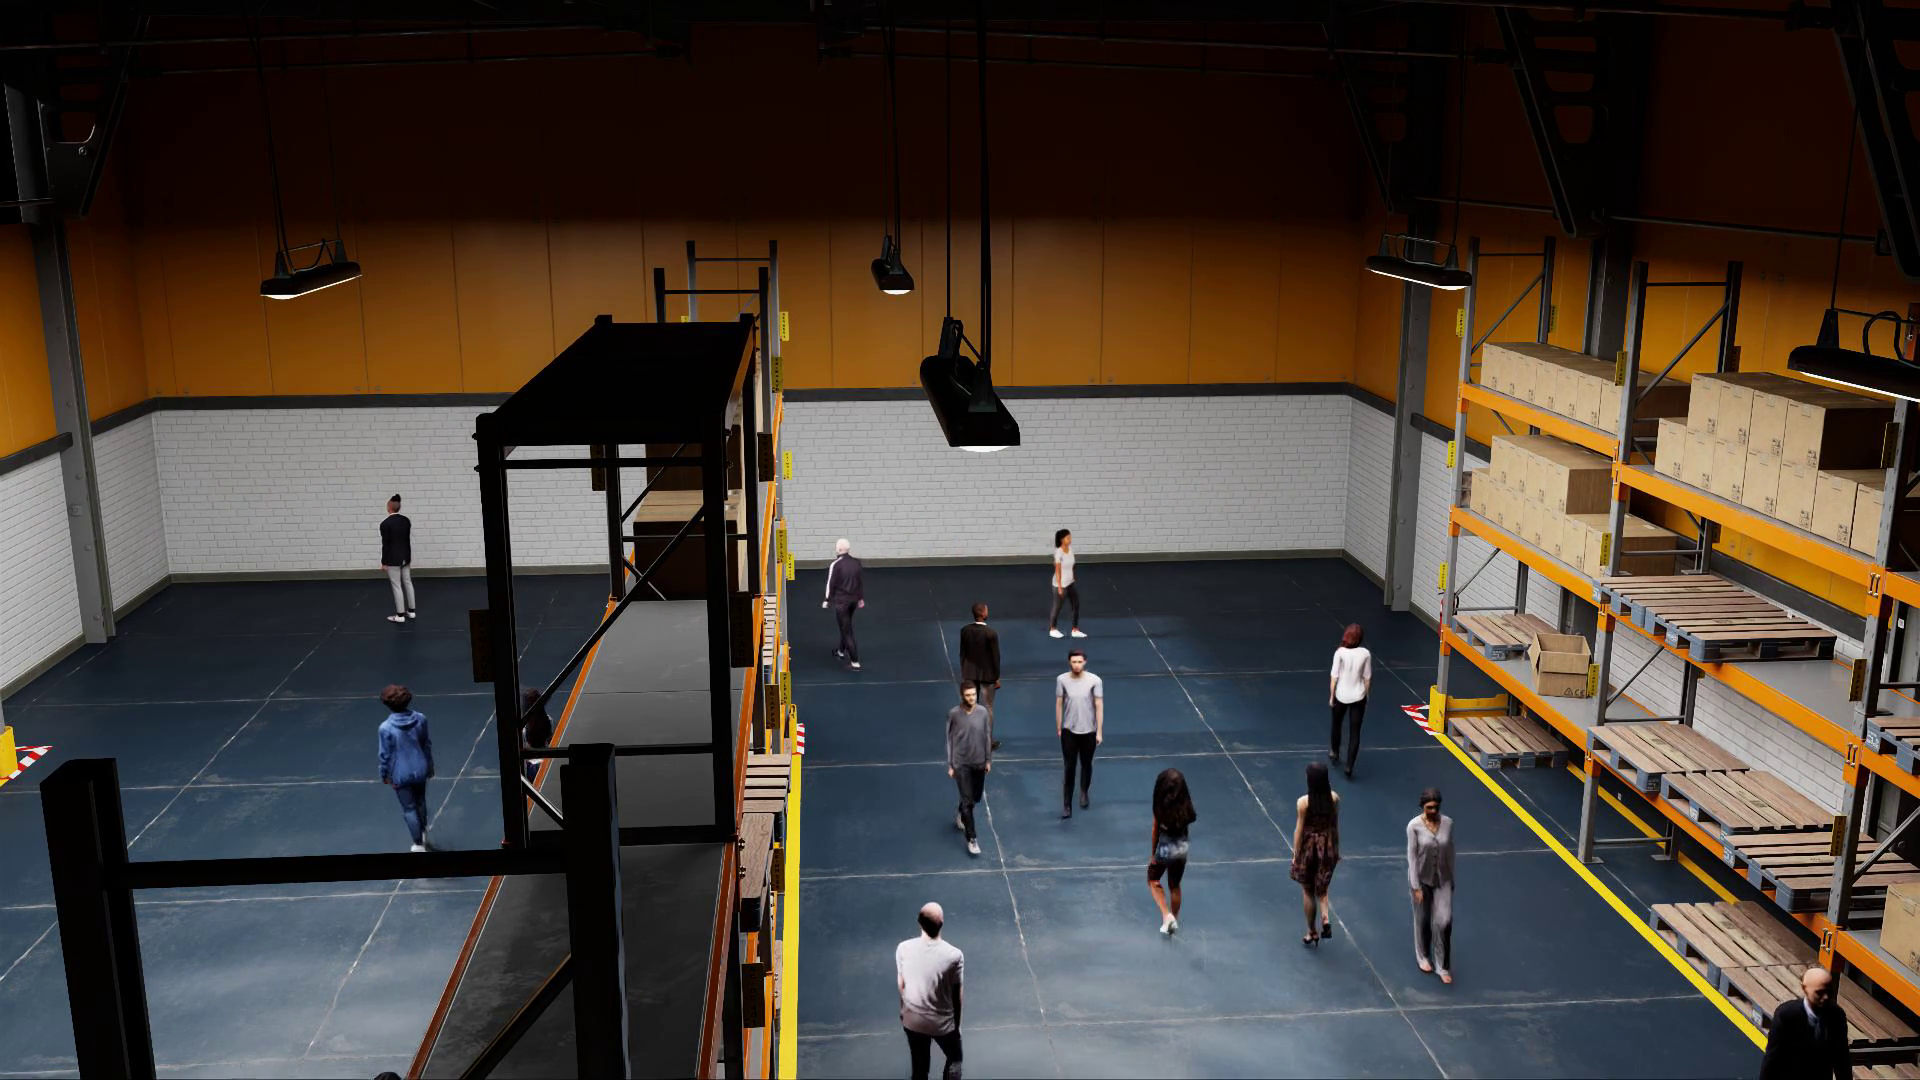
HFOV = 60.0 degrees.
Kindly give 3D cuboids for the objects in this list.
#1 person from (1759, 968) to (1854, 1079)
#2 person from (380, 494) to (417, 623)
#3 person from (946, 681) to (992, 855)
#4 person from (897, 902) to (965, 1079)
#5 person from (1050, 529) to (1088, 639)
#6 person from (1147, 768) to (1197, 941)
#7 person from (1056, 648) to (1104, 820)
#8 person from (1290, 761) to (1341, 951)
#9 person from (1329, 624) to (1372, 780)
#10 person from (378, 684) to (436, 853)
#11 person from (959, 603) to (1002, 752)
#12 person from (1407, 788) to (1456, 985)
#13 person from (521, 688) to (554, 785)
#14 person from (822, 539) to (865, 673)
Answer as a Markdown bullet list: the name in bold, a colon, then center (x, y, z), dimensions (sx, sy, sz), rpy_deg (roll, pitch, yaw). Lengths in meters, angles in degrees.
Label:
- **person**: center (5.660, 3.691, 11.267), dimensions (0.706, 1.753, 1.124), rpy_deg (-1, 14, -4)
- **person**: center (-8.459, 0.253, 25.048), dimensions (0.857, 1.949, 0.746), rpy_deg (7, 15, 28)
- **person**: center (0.074, 2.281, 17.116), dimensions (0.790, 1.738, 1.126), rpy_deg (-5, 14, -18)
- **person**: center (-0.242, 3.499, 11.914), dimensions (0.731, 1.821, 0.731), rpy_deg (3, 14, 11)
- **person**: center (1.437, 0.633, 24.161), dimensions (0.914, 1.628, 0.850), rpy_deg (11, 18, 39)
- **person**: center (1.926, 2.863, 14.980), dimensions (0.669, 1.613, 0.709), rpy_deg (-6, 15, -25)
- **person**: center (1.309, 2.047, 17.906), dimensions (0.849, 1.822, 1.199), rpy_deg (2, 14, 8)
- **person**: center (3.210, 2.838, 14.765), dimensions (0.710, 1.763, 0.804), rpy_deg (-4, 14, -17)
- **person**: center (4.427, 1.853, 18.820), dimensions (0.712, 1.768, 0.957), rpy_deg (1, 14, 3)
- **person**: center (-5.524, 2.346, 16.750), dimensions (0.876, 1.786, 0.932), rpy_deg (-11, 17, -37)
- **person**: center (0.240, 1.617, 19.727), dimensions (0.744, 1.801, 0.747), rpy_deg (7, 15, 26)
- **person**: center (4.052, 2.921, 14.458), dimensions (0.667, 1.747, 0.753), rpy_deg (0, 14, -1)
- **person**: center (-4.168, 2.389, 16.724), dimensions (1.028, 1.714, 1.205), rpy_deg (-11, 18, -39)
- **person**: center (-1.485, 0.914, 22.632), dimensions (1.134, 1.800, 1.048), rpy_deg (12, 18, 41)
